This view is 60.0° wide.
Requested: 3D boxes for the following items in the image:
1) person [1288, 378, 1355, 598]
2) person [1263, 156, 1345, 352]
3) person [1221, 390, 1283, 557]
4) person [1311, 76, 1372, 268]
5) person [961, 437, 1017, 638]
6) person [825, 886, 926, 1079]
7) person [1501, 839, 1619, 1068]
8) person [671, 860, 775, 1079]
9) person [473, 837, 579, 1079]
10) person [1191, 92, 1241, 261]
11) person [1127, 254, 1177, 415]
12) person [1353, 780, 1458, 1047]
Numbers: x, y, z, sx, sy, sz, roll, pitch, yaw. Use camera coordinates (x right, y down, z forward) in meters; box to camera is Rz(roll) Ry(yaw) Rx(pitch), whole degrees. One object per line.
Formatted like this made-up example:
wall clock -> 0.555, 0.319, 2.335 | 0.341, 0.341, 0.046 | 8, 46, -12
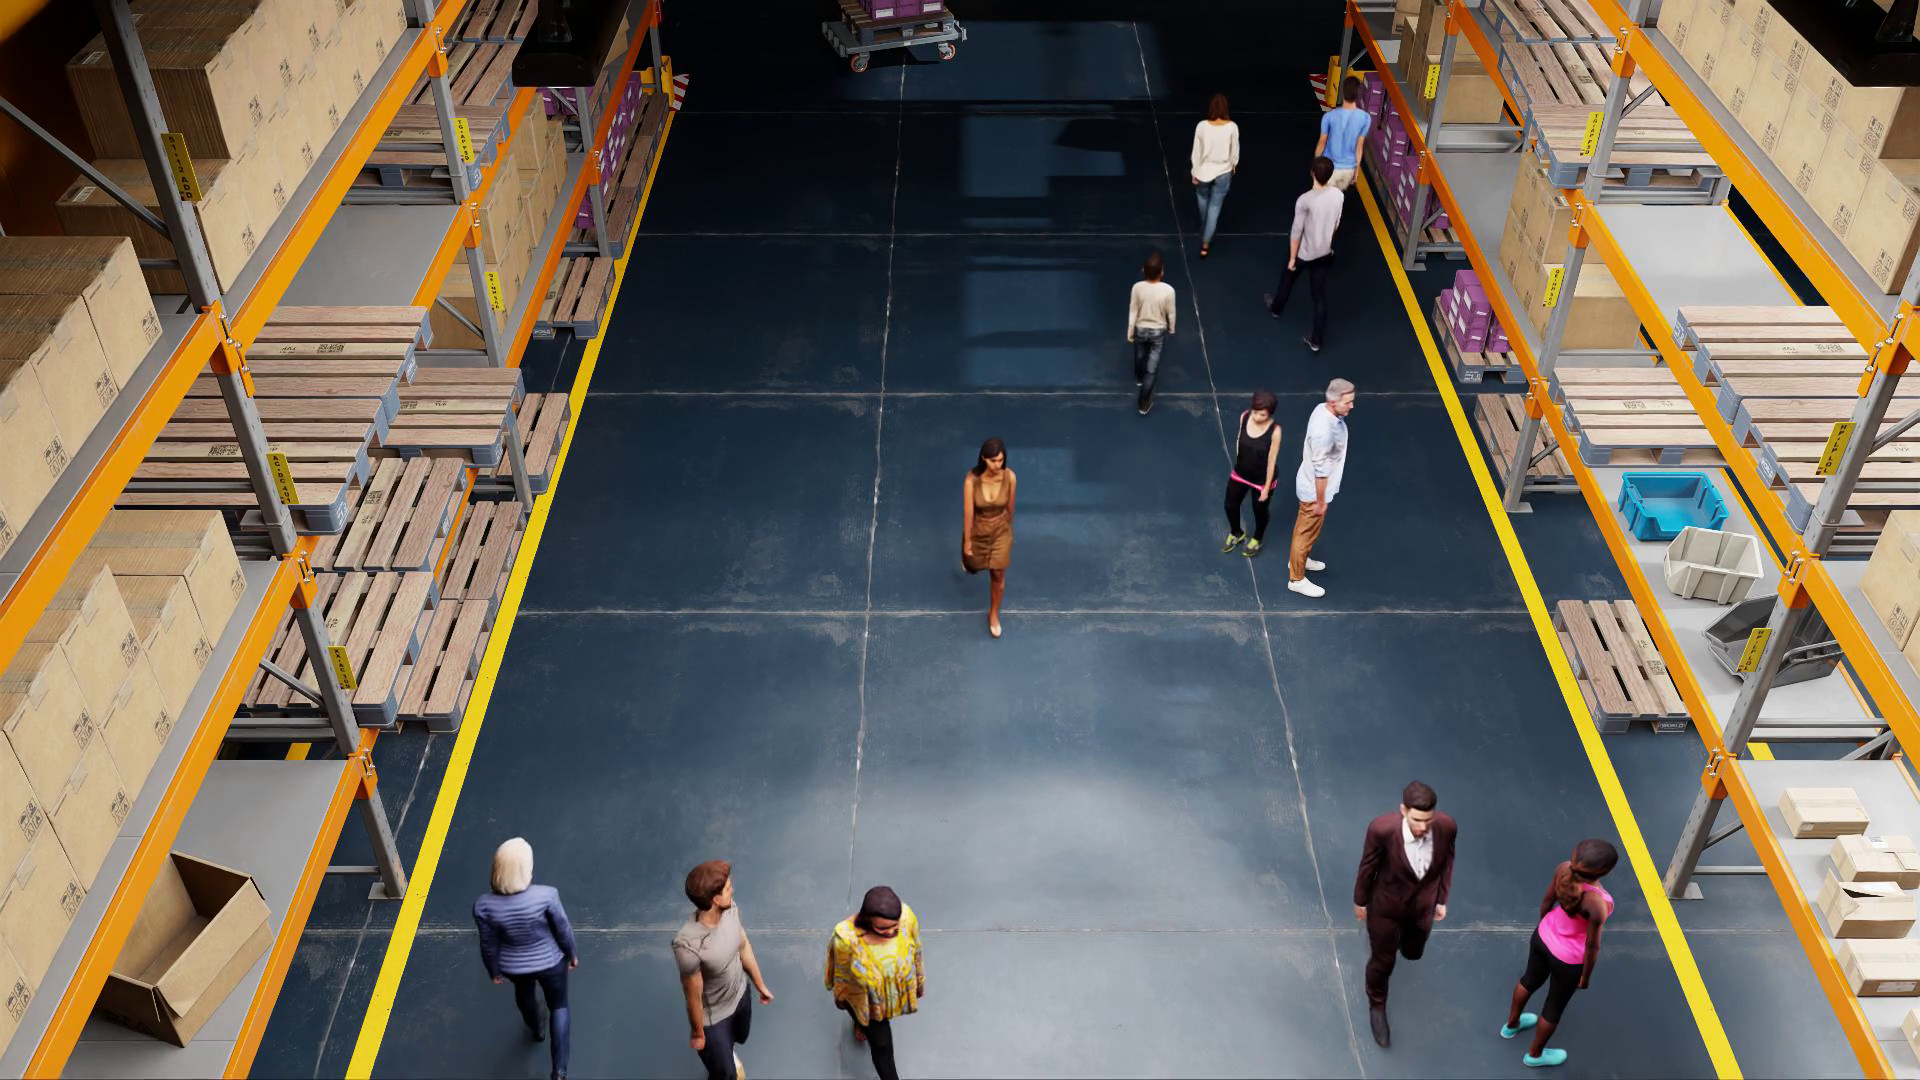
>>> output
person -> 2.668, -0.424, 12.427 | 0.791, 1.822, 0.591 | 8, 39, 10
person -> 3.237, -2.564, 15.125 | 0.928, 1.799, 1.229 | -11, 40, -14
person -> 2.320, -0.552, 12.818 | 0.667, 1.533, 0.719 | 27, 46, 30
person -> 3.736, -3.603, 16.408 | 0.693, 1.822, 1.206 | -2, 39, -3
person -> 0.177, -0.086, 12.129 | 0.667, 1.666, 0.986 | -8, 39, -9
person -> -0.480, 2.380, 9.089 | 1.042, 1.606, 1.192 | -20, 43, -24
person -> 3.304, 2.251, 9.157 | 0.696, 1.723, 0.586 | -13, 40, -15
person -> -1.304, 2.419, 8.857 | 0.990, 1.834, 0.958 | 26, 45, 28
person -> -2.328, 2.341, 9.049 | 0.744, 1.717, 1.058 | -6, 39, -8
person -> 2.505, -3.580, 16.523 | 0.794, 1.642, 1.129 | 10, 40, 12
person -> 1.625, -1.747, 14.390 | 0.711, 1.440, 0.949 | 12, 40, 15
person -> 2.480, 1.981, 9.396 | 0.745, 1.845, 1.025 | -3, 39, -4
